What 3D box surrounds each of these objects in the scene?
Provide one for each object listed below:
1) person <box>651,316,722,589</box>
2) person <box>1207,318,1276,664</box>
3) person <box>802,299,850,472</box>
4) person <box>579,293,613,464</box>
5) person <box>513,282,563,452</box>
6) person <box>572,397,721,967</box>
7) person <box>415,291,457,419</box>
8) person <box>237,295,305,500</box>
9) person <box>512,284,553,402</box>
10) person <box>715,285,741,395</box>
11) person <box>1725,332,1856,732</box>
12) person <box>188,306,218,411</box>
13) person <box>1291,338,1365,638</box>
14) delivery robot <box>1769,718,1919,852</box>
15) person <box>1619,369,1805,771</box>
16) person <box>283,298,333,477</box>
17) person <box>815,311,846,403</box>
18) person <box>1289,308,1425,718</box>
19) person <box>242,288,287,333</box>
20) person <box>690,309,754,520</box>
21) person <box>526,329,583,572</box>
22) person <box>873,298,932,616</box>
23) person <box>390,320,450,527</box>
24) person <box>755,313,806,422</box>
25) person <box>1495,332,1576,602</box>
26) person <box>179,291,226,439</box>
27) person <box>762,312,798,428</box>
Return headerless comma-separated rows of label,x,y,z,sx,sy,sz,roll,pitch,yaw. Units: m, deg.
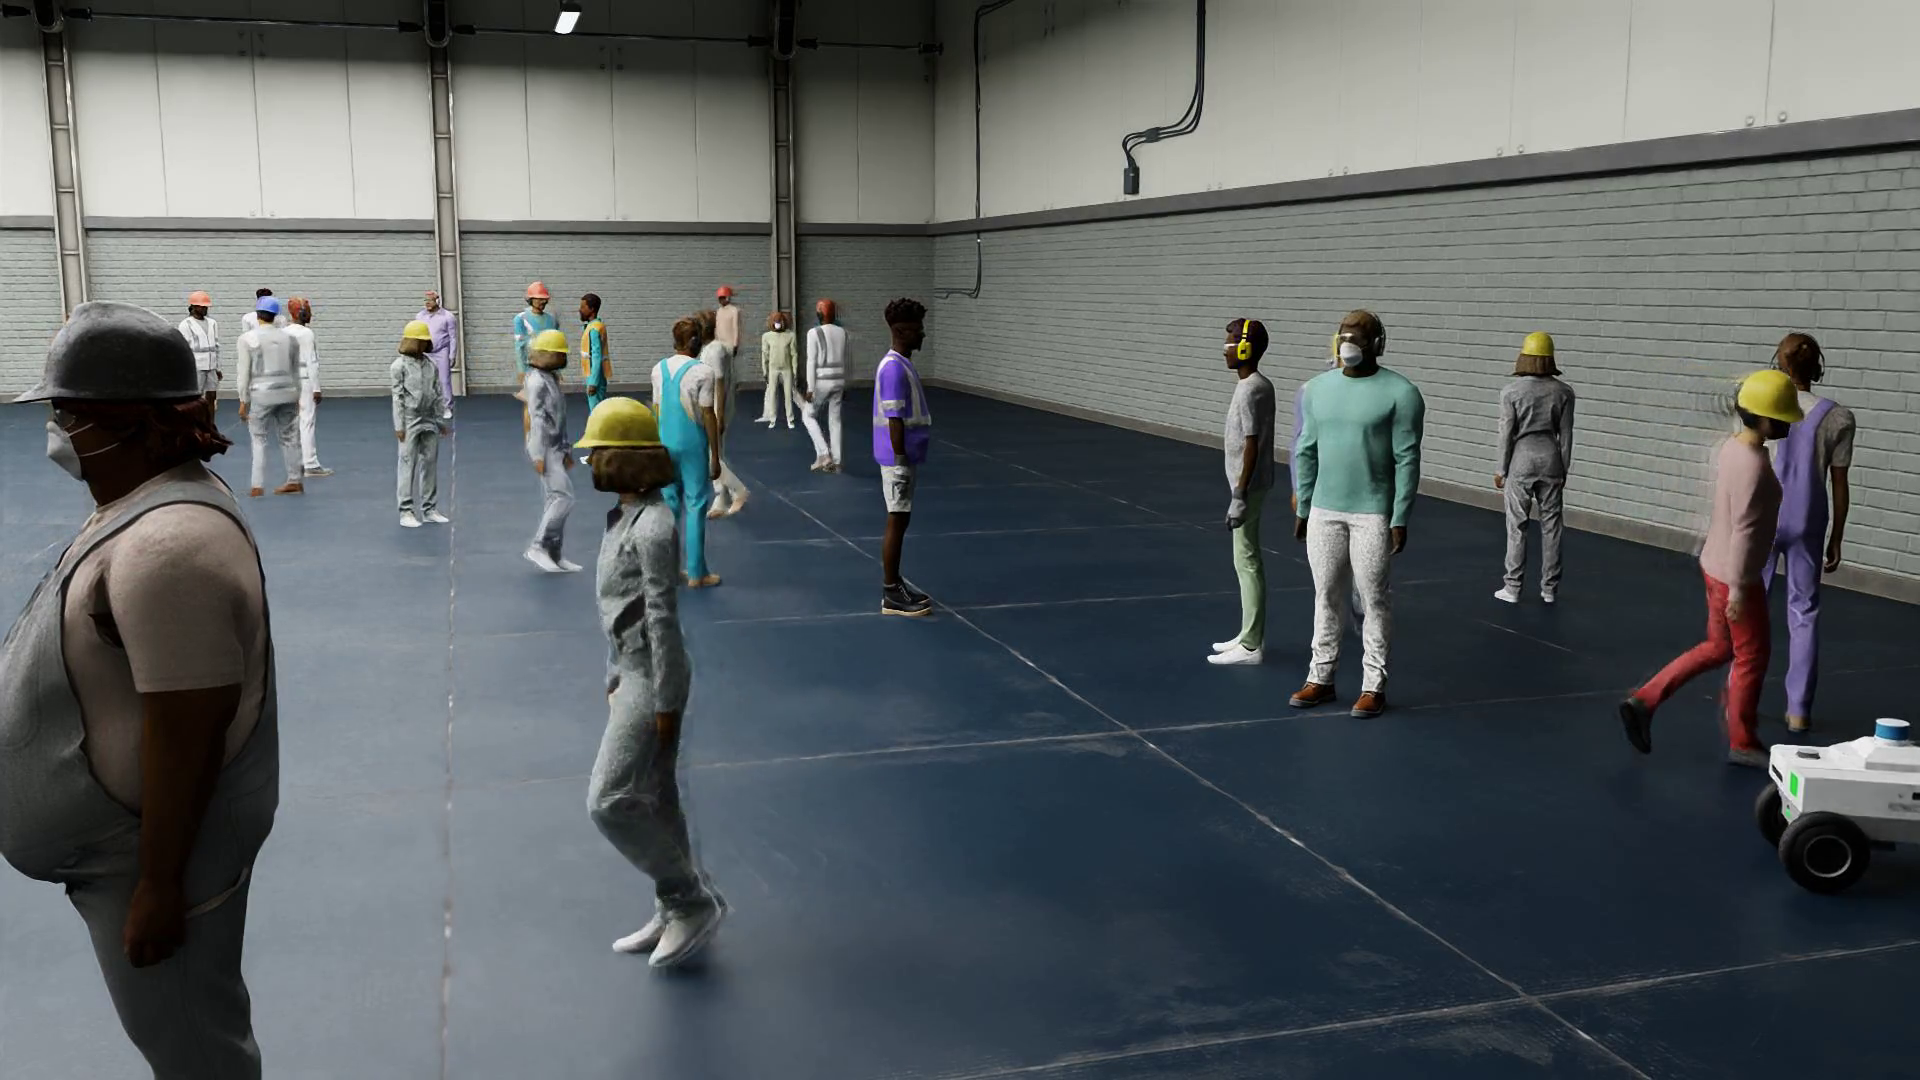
person,-1.835,-0.582,11.184,0.511,1.837,0.353,5,10,29
person,1.531,-0.258,8.998,0.324,1.871,0.526,3,9,16
person,-1.437,-1.649,17.879,0.600,1.867,0.449,-8,12,-43
person,-4.121,-1.819,18.797,0.392,1.922,0.592,-2,9,-14
person,-5.057,-2.074,20.034,0.373,2.044,0.606,8,12,41
person,-0.961,0.438,5.009,0.400,1.733,0.497,-3,9,-18
person,-7.803,-2.739,24.706,0.655,1.906,0.407,1,9,8
person,-6.552,-1.356,15.811,0.437,1.934,0.633,8,12,42
person,-7.159,-3.269,27.661,0.995,2.000,0.688,2,9,15
person,-3.927,-3.316,28.163,0.617,1.982,0.466,9,12,44
person,3.803,-0.029,7.665,0.502,1.839,0.343,3,9,17
person,-11.918,-2.847,26.089,0.530,1.689,0.322,0,9,-3
person,2.198,-0.313,9.540,0.611,1.816,0.442,1,9,7
delivery robot,3.203,0.861,5.740,0.707,0.478,0.477,2,9,15
person,3.182,0.135,6.948,0.661,1.715,0.576,2,9,15
person,-6.941,-1.606,17.557,0.573,1.883,0.359,7,11,38
person,-2.164,-3.157,27.967,0.545,1.721,0.578,2,9,15
person,1.878,-0.127,7.944,0.630,1.940,0.372,7,11,38
person,-9.851,-2.593,23.631,0.597,1.959,0.369,-3,9,-19
person,-2.094,-1.065,14.282,0.429,1.826,0.538,-2,9,-15
person,-2.847,-0.614,11.698,0.351,1.725,0.515,0,9,2
person,-0.357,-0.520,10.356,0.361,1.964,0.615,0,9,0
person,-4.549,-0.978,14.019,0.322,1.740,0.493,5,10,29
person,-2.556,-2.502,24.190,0.815,1.598,0.565,0,9,0
person,3.683,-0.462,10.702,0.484,1.744,0.295,0,9,-1
person,-9.750,-2.234,21.436,0.387,1.930,0.539,4,10,24
person,-2.508,-2.361,23.199,0.498,1.627,0.280,0,9,-3
